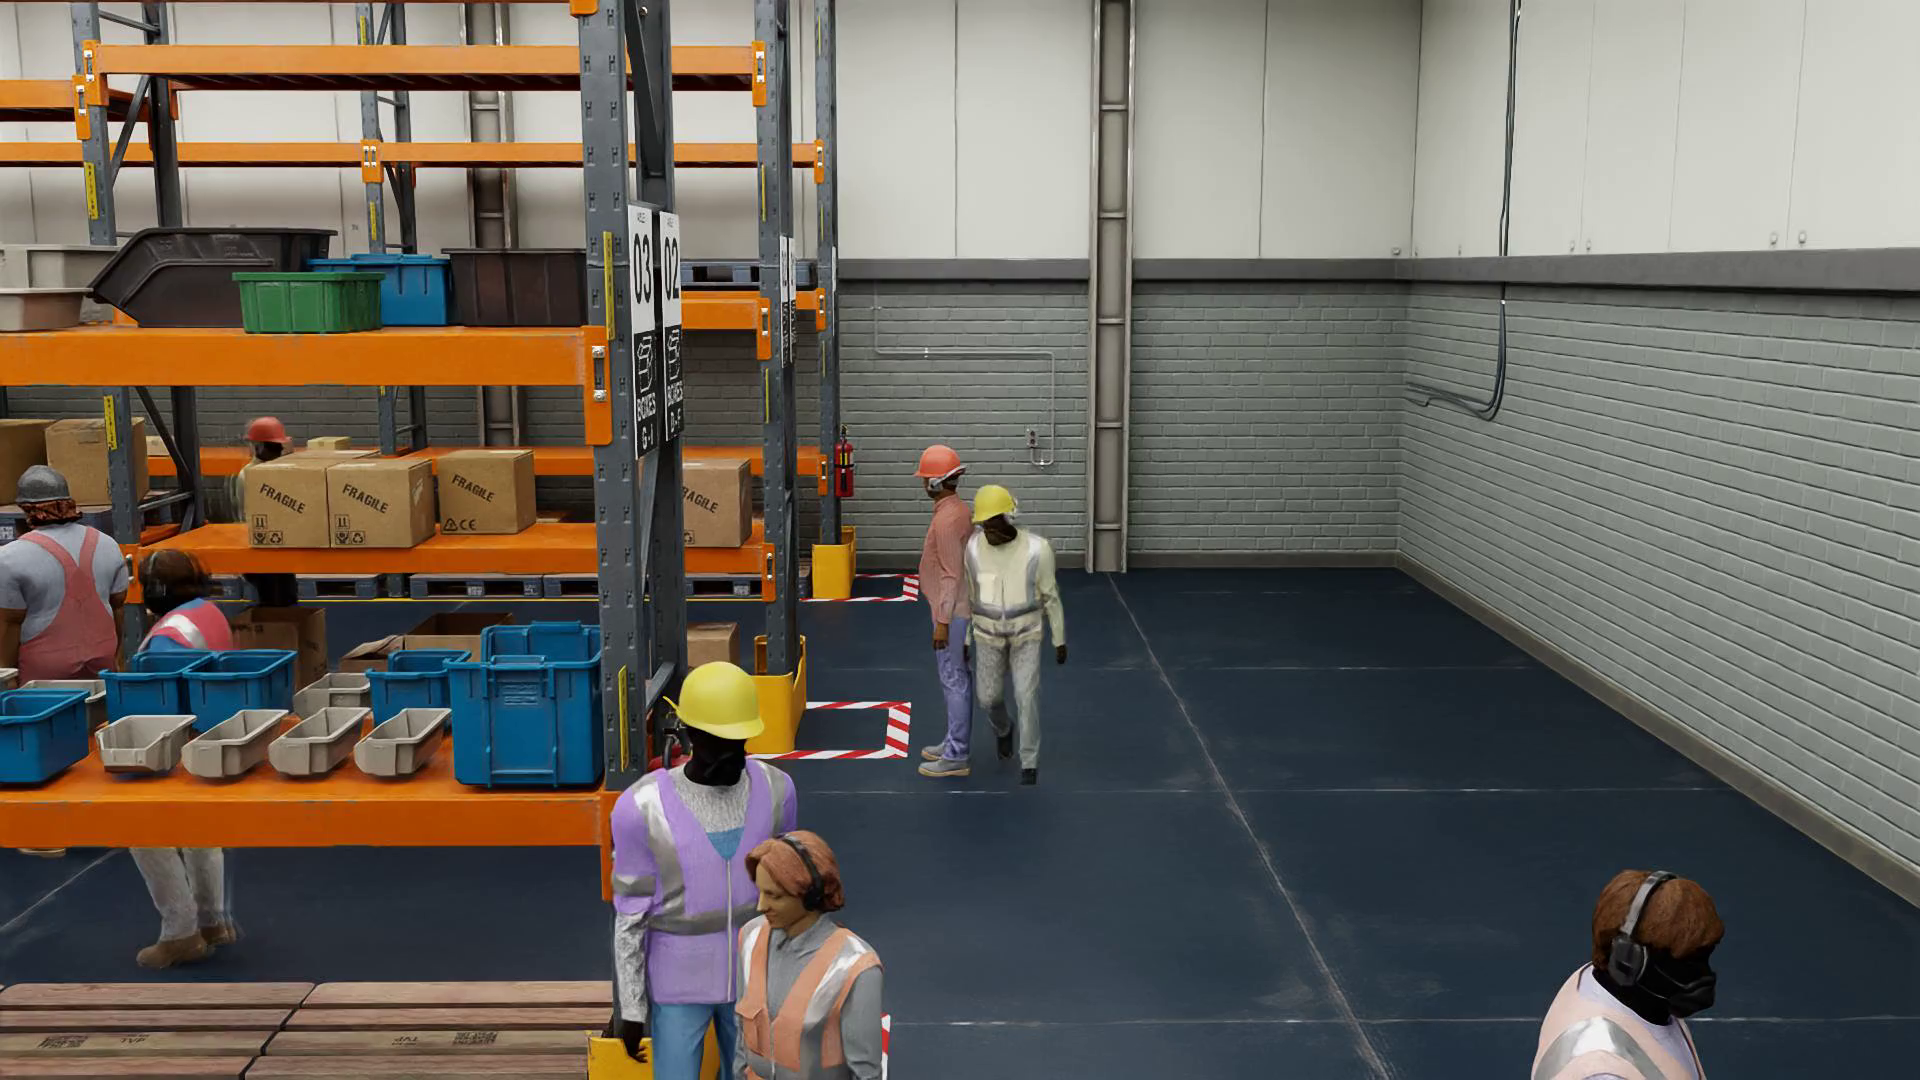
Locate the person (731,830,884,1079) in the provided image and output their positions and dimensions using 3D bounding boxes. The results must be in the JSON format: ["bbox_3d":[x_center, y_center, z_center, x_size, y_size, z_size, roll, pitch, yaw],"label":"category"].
[{"bbox_3d":[-0.388,1.532,4.290,0.525,1.632,0.317,8,12,41],"label":"person"}]

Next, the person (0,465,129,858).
[{"bbox_3d":[-4.723,0.609,8.693,0.535,2.000,0.679,5,10,27],"label":"person"}]

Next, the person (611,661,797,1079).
[{"bbox_3d":[-0.720,1.289,4.917,0.592,1.918,0.395,-6,11,-32],"label":"person"}]

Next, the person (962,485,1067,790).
[{"bbox_3d":[0.313,0.548,9.853,0.677,1.795,0.527,1,9,8],"label":"person"}]

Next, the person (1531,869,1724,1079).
[{"bbox_3d":[1.369,1.565,3.446,0.429,1.839,0.634,4,10,23],"label":"person"}]

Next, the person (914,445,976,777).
[{"bbox_3d":[-0.083,0.423,9.984,0.391,1.991,0.613,1,9,6],"label":"person"}]

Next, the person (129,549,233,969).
[{"bbox_3d":[-3.438,0.943,7.309,0.492,1.823,0.640,-1,9,-3],"label":"person"}]
